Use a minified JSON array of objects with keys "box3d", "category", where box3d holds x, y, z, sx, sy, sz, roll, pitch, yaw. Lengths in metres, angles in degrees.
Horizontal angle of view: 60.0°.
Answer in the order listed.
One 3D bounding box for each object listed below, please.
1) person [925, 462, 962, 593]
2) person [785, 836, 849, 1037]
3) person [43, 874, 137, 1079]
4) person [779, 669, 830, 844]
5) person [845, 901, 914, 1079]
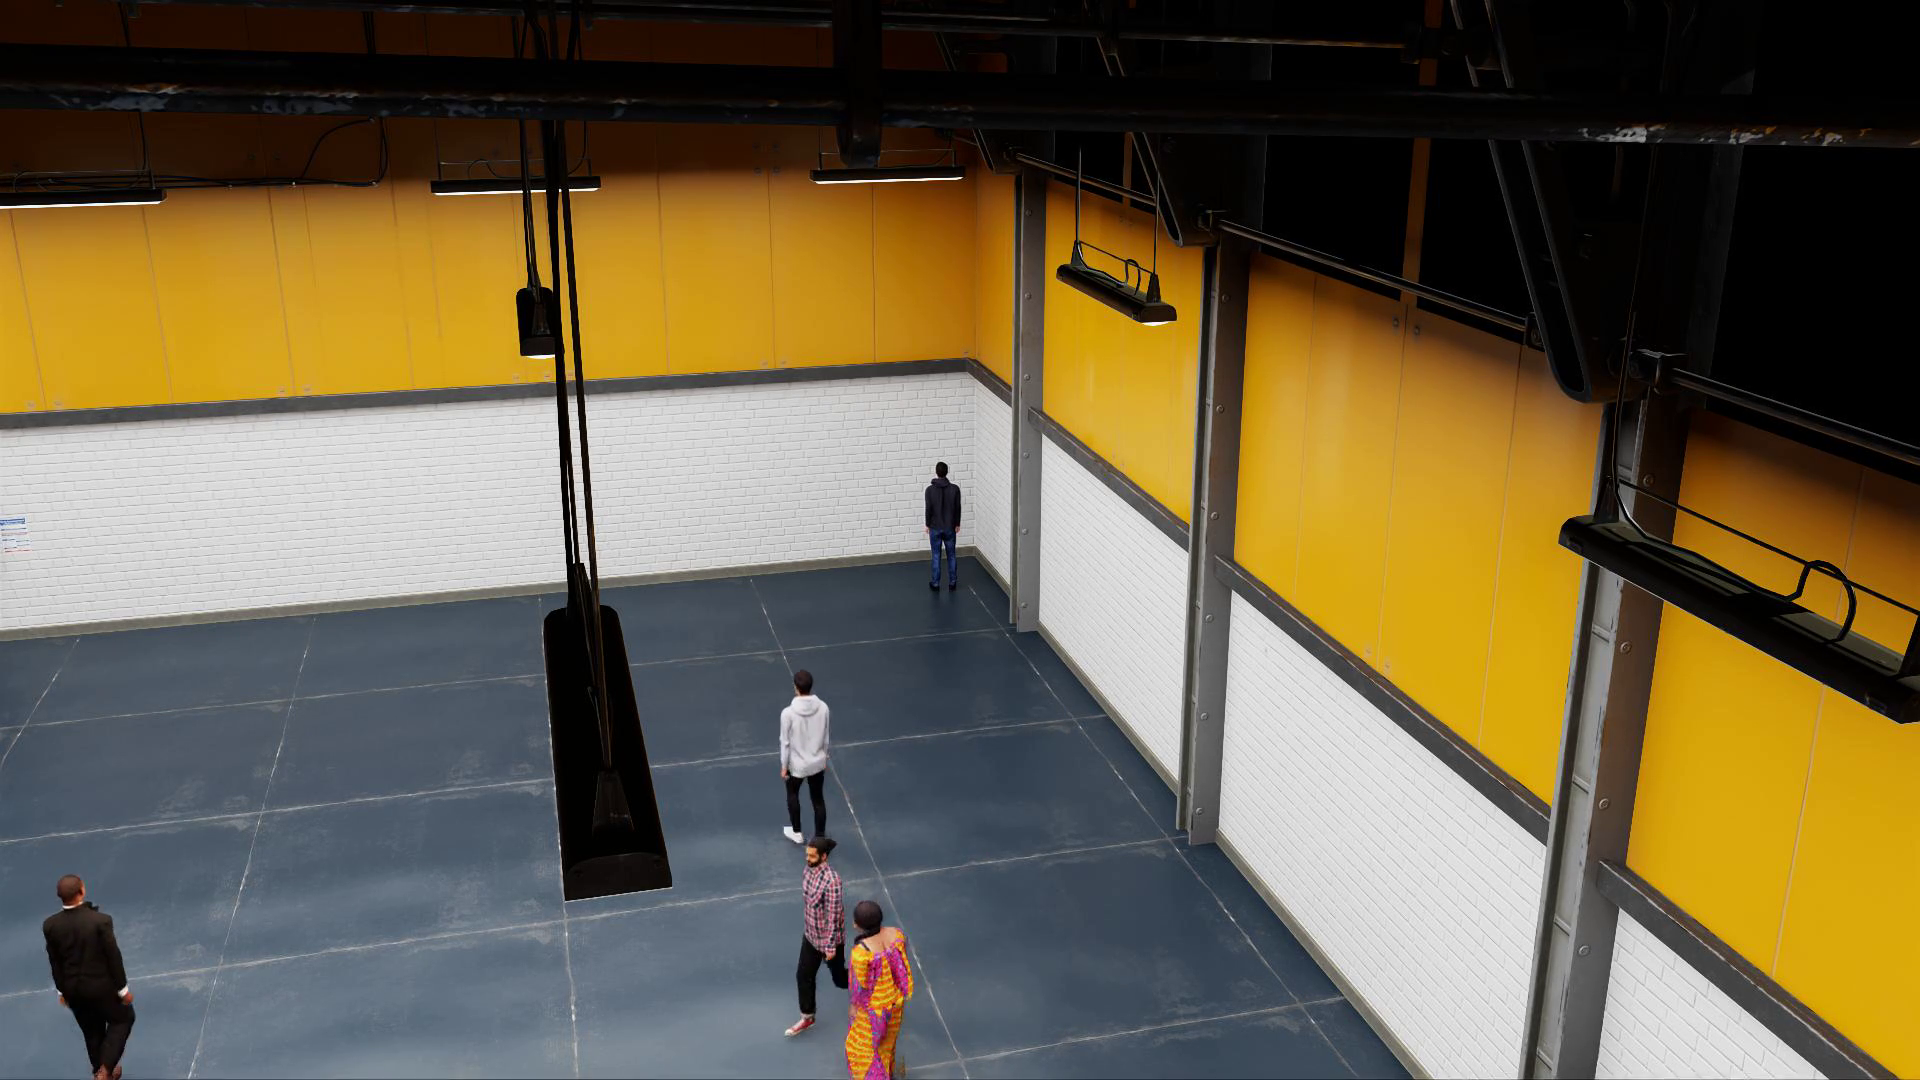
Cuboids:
[{"box3d":[-0.243,-0.189,23.556,0.678,1.895,0.578,-4,19,-11],"category":"person"},{"box3d":[-1.047,3.217,13.666,1.046,1.751,1.128,-16,24,-39],"category":"person"},{"box3d":[-6.660,3.465,12.707,0.796,1.894,0.896,-1,19,-3],"category":"person"},{"box3d":[-1.469,2.228,16.359,0.807,1.906,0.912,-8,20,-24],"category":"person"},{"box3d":[-0.646,3.512,12.905,0.955,1.677,0.953,-11,21,-28],"category":"person"}]
